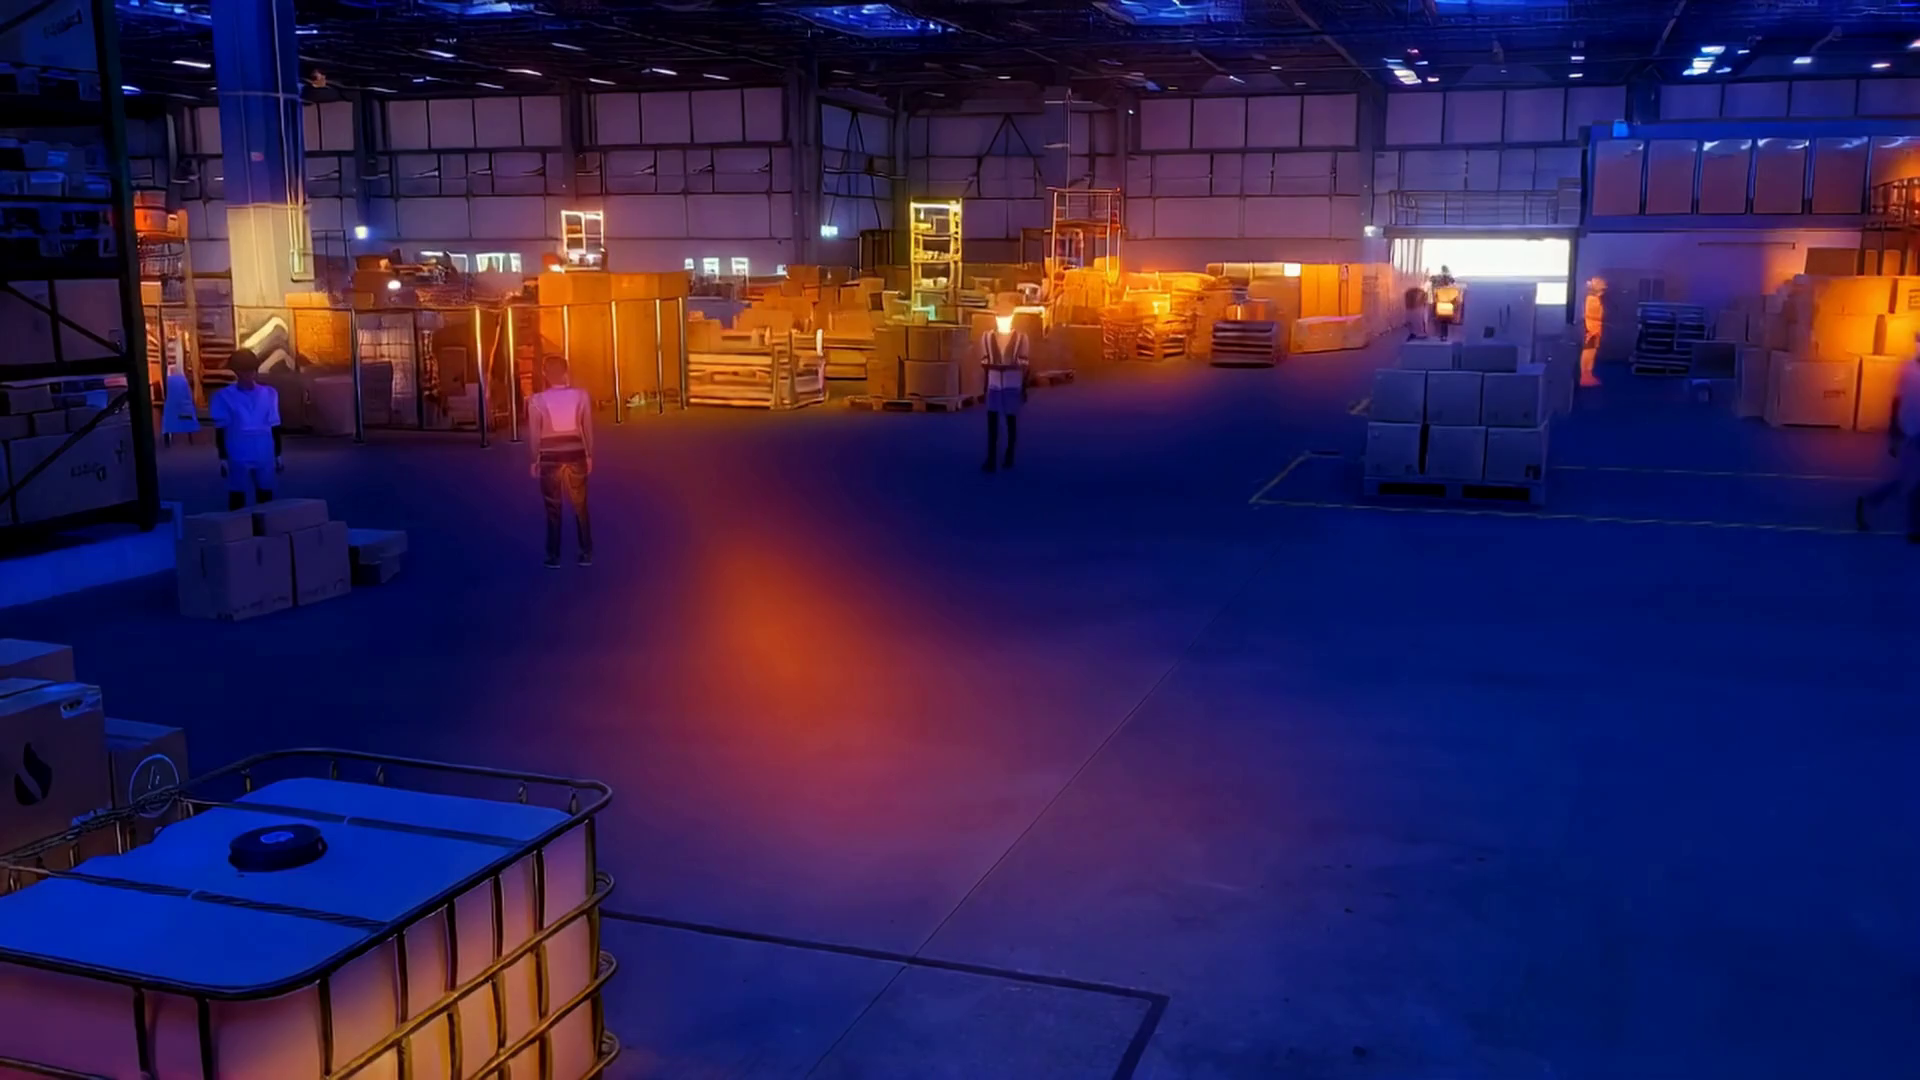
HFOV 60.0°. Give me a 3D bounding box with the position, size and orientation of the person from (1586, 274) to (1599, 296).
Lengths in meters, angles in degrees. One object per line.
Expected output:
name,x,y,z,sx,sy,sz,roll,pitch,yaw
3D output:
person,16.172,-5.917,42.535,0.308,1.769,0.524,9,13,41

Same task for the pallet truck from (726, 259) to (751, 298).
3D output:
pallet truck,-7.986,-9.493,62.019,0.823,1.965,1.885,3,11,17

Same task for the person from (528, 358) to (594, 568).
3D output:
person,-3.096,-0.598,12.936,0.513,1.639,0.311,-6,12,-30

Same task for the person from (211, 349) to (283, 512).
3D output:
person,-5.573,-0.646,13.047,0.318,1.697,0.533,10,14,43

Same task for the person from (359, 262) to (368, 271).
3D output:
person,-20.506,-8.602,57.275,0.410,1.904,0.639,-3,11,-18

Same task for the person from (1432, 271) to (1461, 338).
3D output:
person,10.975,-5.101,37.527,0.608,1.906,0.440,1,10,7

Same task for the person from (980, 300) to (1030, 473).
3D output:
person,0.478,-1.681,18.324,0.571,1.884,0.972,2,10,11

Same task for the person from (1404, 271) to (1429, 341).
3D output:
person,9.580,-4.636,34.792,0.573,1.945,0.652,-6,12,-31

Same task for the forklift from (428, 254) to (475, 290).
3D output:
forklift,-20.133,-10.254,65.465,1.157,1.987,2.680,3,11,19

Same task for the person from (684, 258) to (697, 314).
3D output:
person,-9.346,-8.699,57.453,0.406,2.034,0.608,7,12,34

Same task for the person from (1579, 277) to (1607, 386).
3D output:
person,11.332,-3.726,29.713,0.553,1.934,0.364,-9,13,-40

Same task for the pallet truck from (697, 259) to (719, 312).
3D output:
pallet truck,-9.165,-9.627,62.776,0.823,1.965,1.885,4,11,23

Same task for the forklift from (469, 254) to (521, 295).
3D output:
forklift,-17.990,-10.121,64.684,1.157,1.987,2.680,3,11,17

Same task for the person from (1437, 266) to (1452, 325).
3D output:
person,15.216,-7.680,52.239,0.508,1.847,0.345,8,13,38

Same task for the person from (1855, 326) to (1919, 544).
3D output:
person,7.978,-0.895,14.027,0.526,1.850,0.738,-2,10,-10
